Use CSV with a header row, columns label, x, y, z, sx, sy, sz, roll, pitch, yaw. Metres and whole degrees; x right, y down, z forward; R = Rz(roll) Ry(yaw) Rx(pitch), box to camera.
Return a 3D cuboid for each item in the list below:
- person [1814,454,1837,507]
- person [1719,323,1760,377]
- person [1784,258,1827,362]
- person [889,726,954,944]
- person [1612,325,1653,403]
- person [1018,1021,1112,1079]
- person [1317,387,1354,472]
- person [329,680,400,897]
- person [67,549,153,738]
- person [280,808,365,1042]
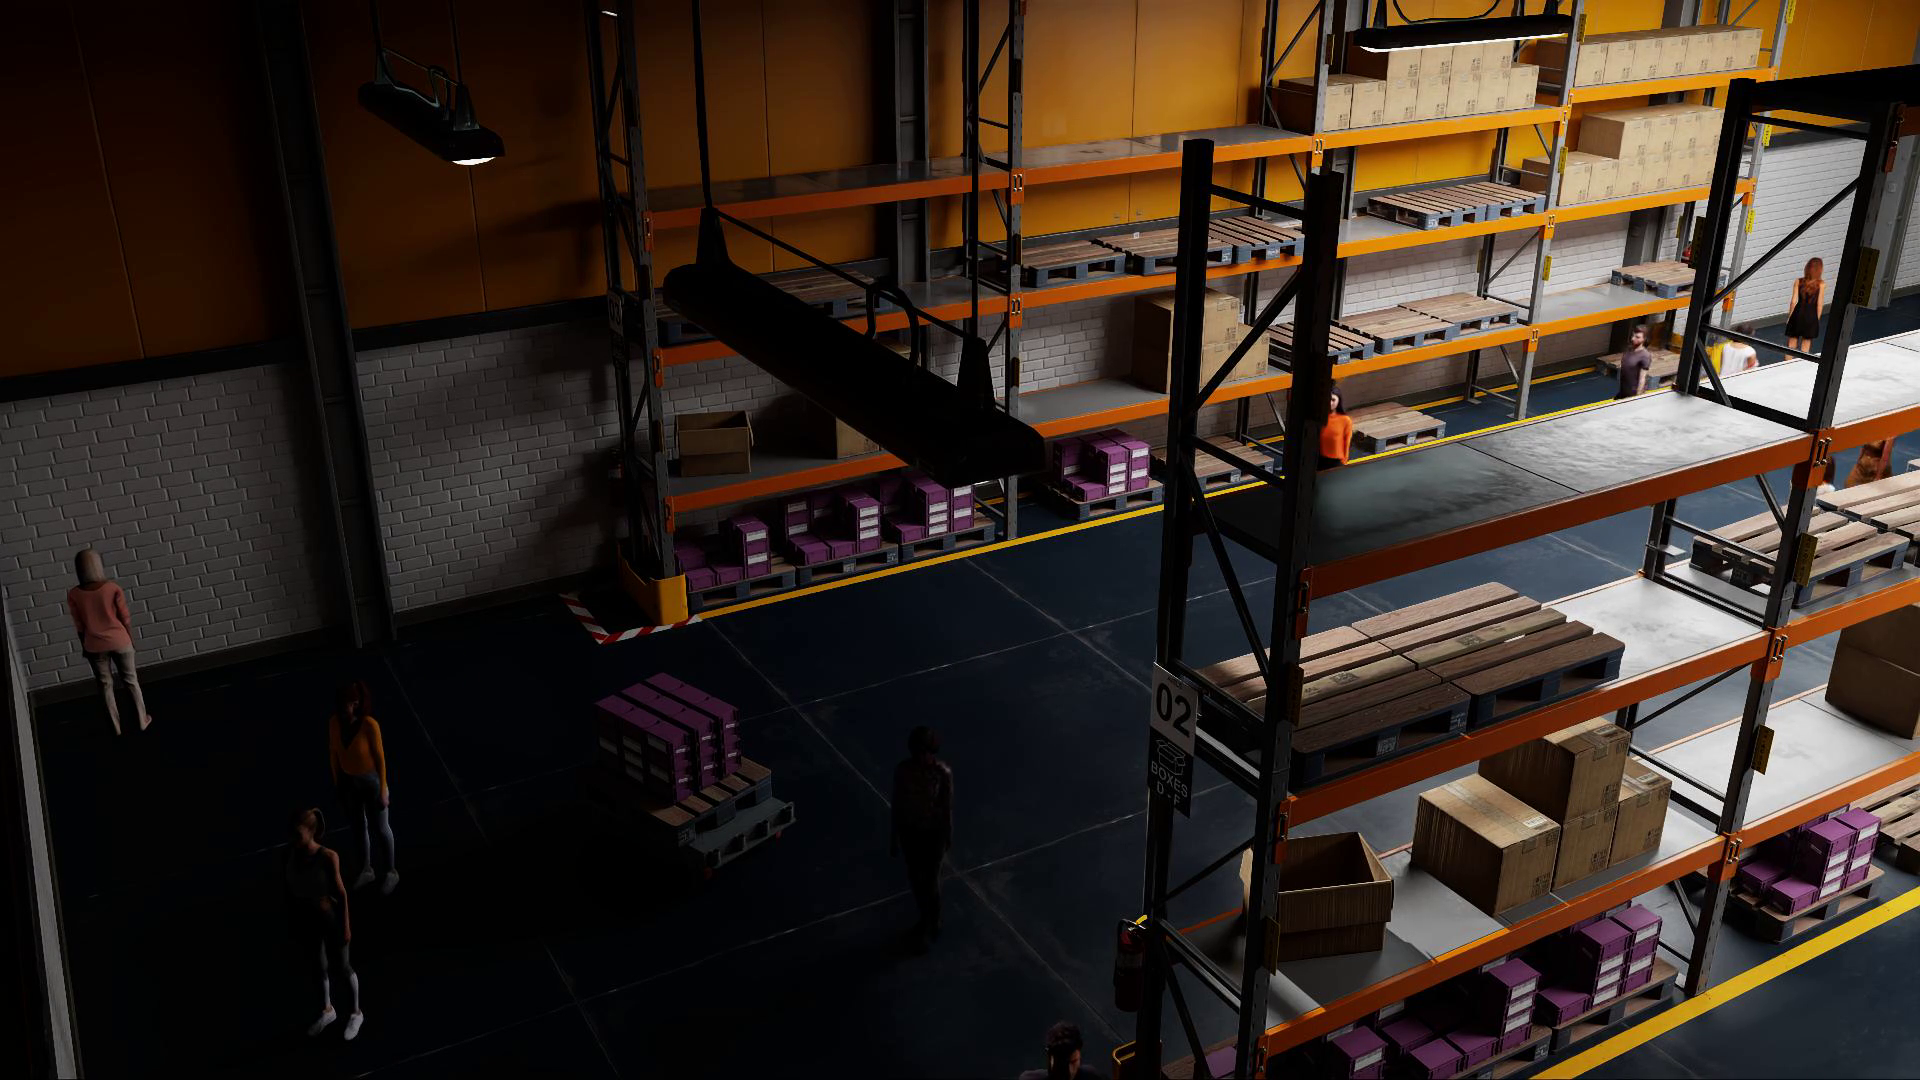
label,x,y,z,sx,sy,sz,roll,pitch,yaw
person,8.421,-0.069,16.612,0.655,1.671,0.646,-10,26,-22
person,9.626,-1.873,20.735,0.738,1.675,0.715,-9,25,-20
person,11.750,-3.028,23.178,0.666,1.834,0.674,14,27,29
person,-0.243,2.034,11.760,0.709,1.704,0.768,7,24,15
person,8.254,-1.729,20.248,1.247,1.800,0.854,-6,24,-13
person,0.527,3.263,8.703,1.243,1.901,1.037,-5,24,-11
person,4.095,-0.889,18.411,0.877,1.733,0.972,11,26,23
person,-4.388,1.807,12.223,0.655,1.749,0.723,5,24,11
person,-7.370,0.884,14.366,0.499,1.724,0.685,-9,25,-20
person,-4.127,2.473,10.757,0.632,1.702,0.709,4,24,9
